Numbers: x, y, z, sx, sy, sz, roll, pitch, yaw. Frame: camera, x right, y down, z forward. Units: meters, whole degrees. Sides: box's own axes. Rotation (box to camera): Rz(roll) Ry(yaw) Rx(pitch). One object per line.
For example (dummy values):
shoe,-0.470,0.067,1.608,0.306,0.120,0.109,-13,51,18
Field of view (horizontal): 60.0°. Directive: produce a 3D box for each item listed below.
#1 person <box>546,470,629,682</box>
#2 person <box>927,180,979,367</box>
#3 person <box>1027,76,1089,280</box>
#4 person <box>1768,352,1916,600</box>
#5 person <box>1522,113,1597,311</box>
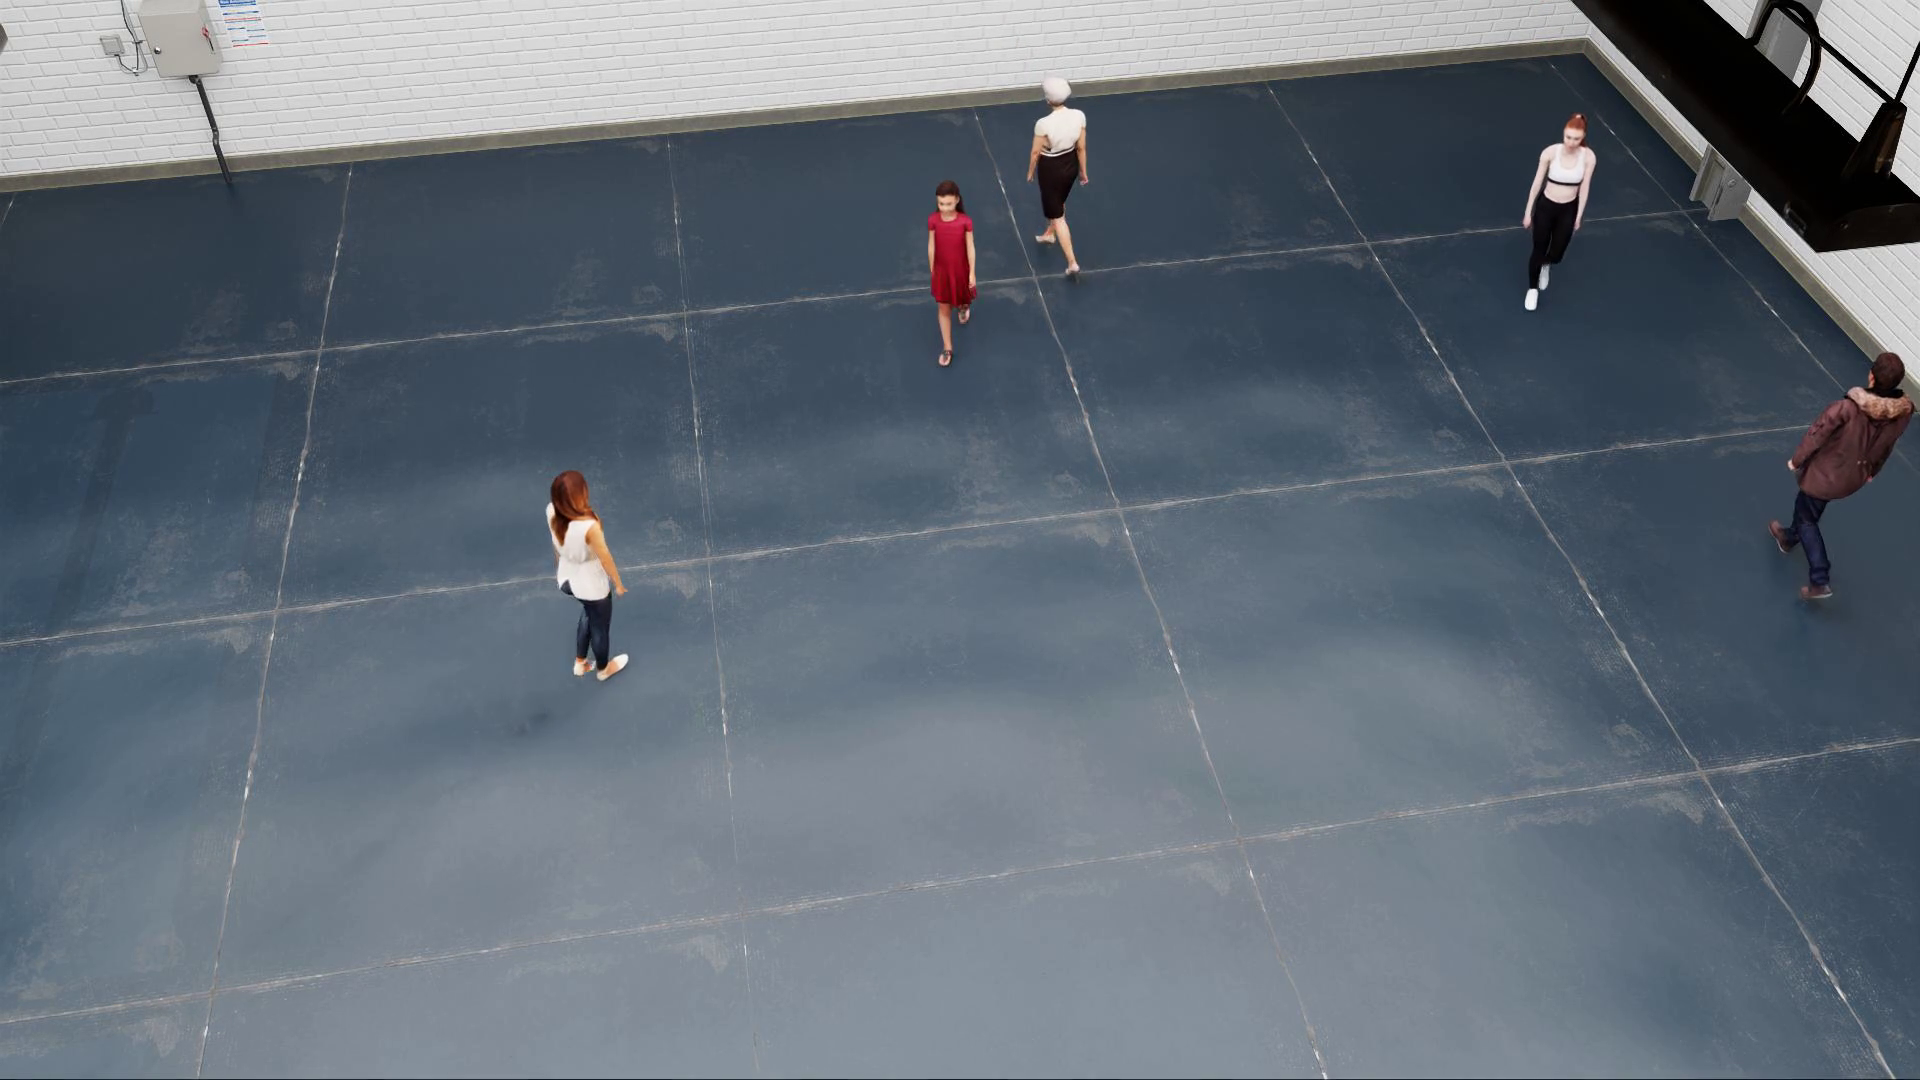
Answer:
person,-2.386,0.296,10.334,0.748,1.780,0.808,26,49,24
person,-0.048,-2.179,13.110,0.700,1.535,0.984,3,44,4
person,0.846,-2.949,13.791,0.872,1.710,1.096,-19,47,-19
person,5.843,-0.398,11.035,0.727,1.818,1.094,-7,44,-7
person,4.834,-2.703,13.516,0.753,1.733,0.819,11,45,11
